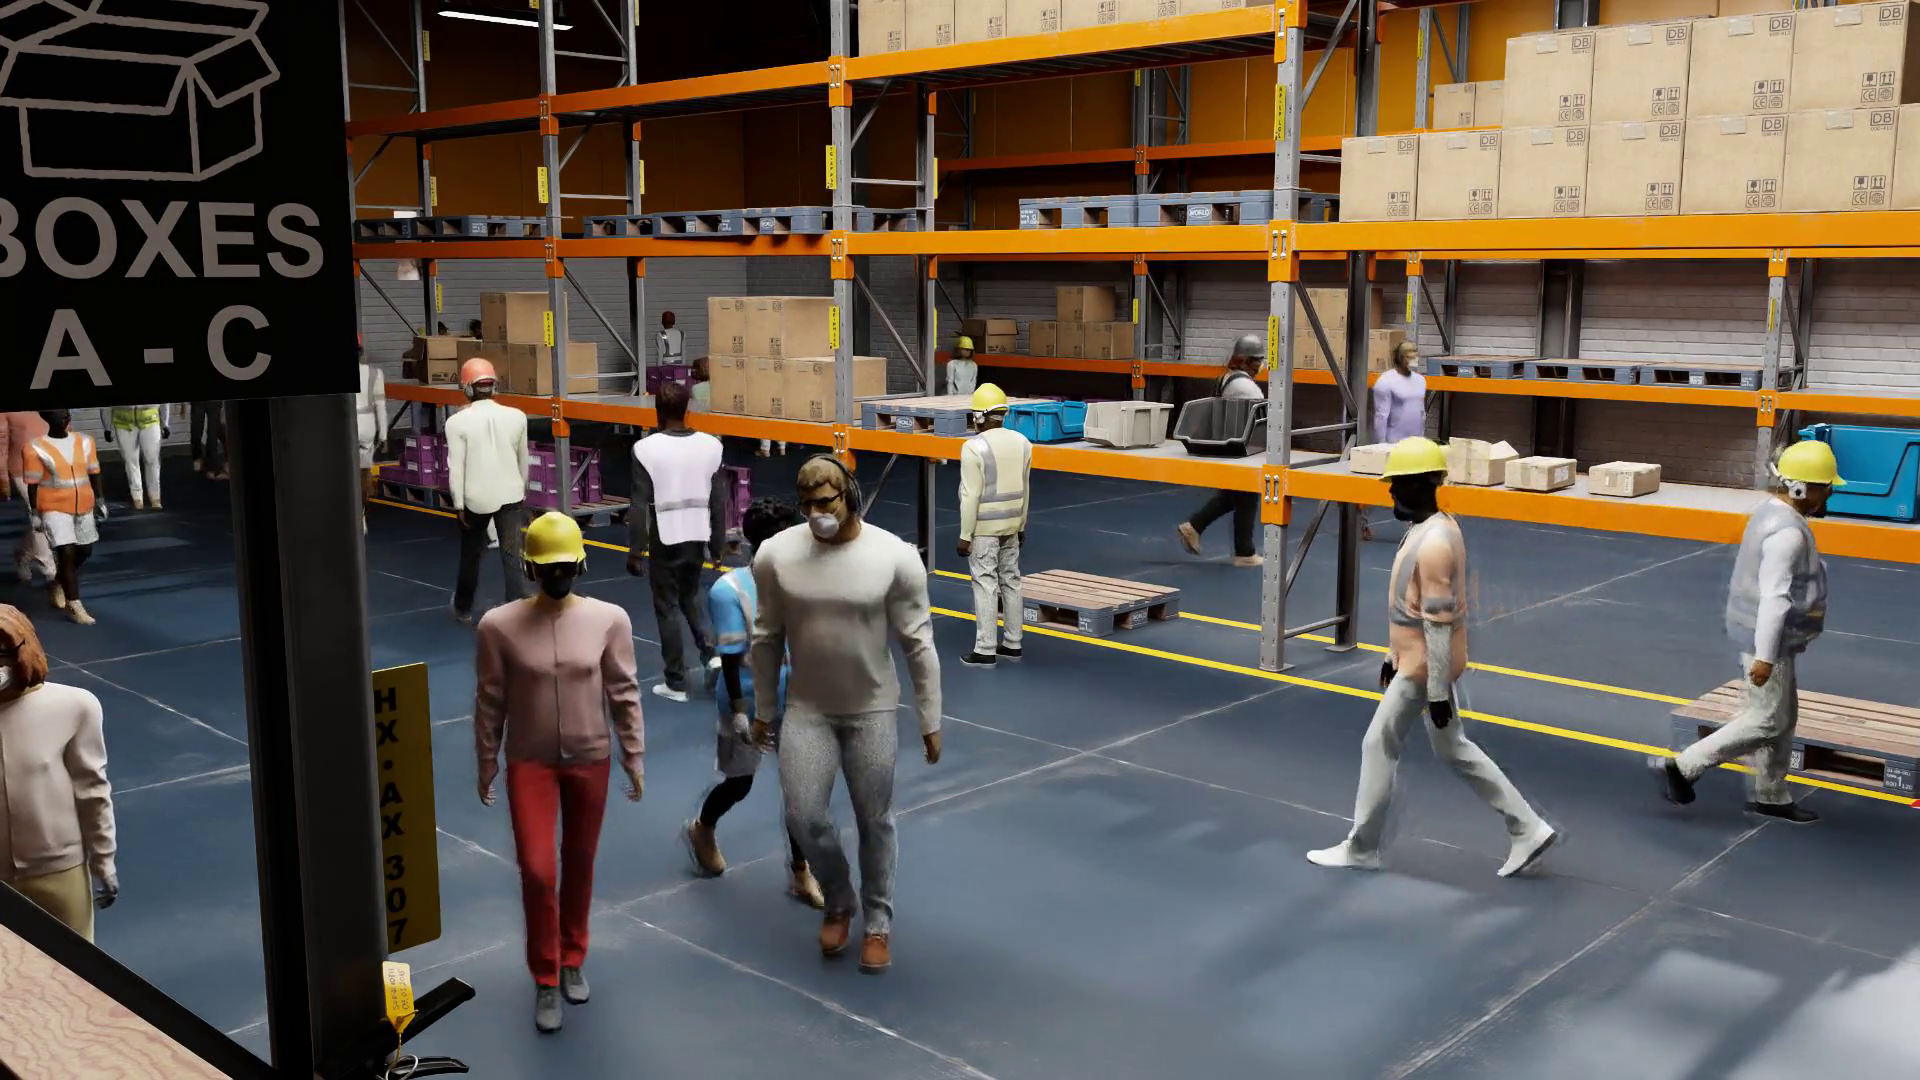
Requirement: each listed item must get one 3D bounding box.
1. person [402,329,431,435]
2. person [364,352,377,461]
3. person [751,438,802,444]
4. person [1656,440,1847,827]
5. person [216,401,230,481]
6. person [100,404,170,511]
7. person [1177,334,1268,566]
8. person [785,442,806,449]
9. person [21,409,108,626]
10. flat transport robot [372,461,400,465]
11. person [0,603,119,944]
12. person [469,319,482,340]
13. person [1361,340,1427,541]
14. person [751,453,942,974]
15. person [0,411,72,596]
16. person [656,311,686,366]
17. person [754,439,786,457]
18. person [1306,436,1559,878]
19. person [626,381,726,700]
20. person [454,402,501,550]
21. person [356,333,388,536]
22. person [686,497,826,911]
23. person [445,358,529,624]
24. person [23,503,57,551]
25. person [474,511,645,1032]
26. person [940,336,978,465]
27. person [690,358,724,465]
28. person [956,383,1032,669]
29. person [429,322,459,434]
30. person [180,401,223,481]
[{"bbox_3d":[-7.651,-2.152,23.714,0.546,1.709,0.926,-2,9,-11],"label":"person"},{"bbox_3d":[-7.493,-1.765,20.609,0.619,1.937,0.851,3,10,19],"label":"person"},{"bbox_3d":[-2.703,-2.271,24.165,0.871,1.810,0.579,3,10,16],"label":"person"},{"bbox_3d":[3.620,0.430,7.596,0.652,1.805,0.624,4,10,21],"label":"person"},{"bbox_3d":[-9.024,-1.754,20.403,0.628,2.009,0.910,0,9,-1],"label":"person"},{"bbox_3d":[-8.657,-1.187,17.470,0.654,1.816,0.810,-4,10,-25],"label":"person"},{"bbox_3d":[2.342,-0.783,14.313,0.746,2.000,0.699,-1,9,-6],"label":"person"},{"bbox_3d":[-2.353,-2.246,23.635,0.429,1.926,0.656,8,12,41],"label":"person"},{"bbox_3d":[-6.549,-0.239,12.112,0.740,1.675,0.536,6,11,32],"label":"person"},{"bbox_3d":[-6.779,-0.825,19.981,1.431,0.197,0.652,-4,10,-25],"label":"flat transport robot"},{"bbox_3d":[-2.715,0.973,4.813,0.503,1.627,0.270,-5,10,-26],"label":"person"},{"bbox_3d":[-7.077,-2.318,24.386,0.821,1.822,0.537,5,11,30],"label":"person"},{"bbox_3d":[4.058,-0.894,15.437,0.643,1.944,0.730,-6,11,-32],"label":"person"},{"bbox_3d":[-0.407,0.634,6.004,0.735,1.915,0.455,1,9,7],"label":"person"},{"bbox_3d":[-7.347,-0.560,13.152,0.812,1.973,0.608,5,10,27],"label":"person"},{"bbox_3d":[-4.651,-2.724,26.699,0.356,1.882,0.573,8,12,40],"label":"person"},{"bbox_3d":[-2.626,-2.062,22.776,0.629,1.839,0.429,-8,12,-42],"label":"person"},{"bbox_3d":[2.018,0.502,6.951,0.968,1.882,0.578,3,10,18],"label":"person"},{"bbox_3d":[-1.682,0.012,9.880,0.598,1.904,0.440,-8,12,-42],"label":"person"},{"bbox_3d":[-4.411,-0.719,15.275,0.857,1.589,0.534,9,13,44],"label":"person"},{"bbox_3d":[-5.861,-1.039,16.050,0.626,1.996,1.038,-5,11,-29],"label":"person"},{"bbox_3d":[-0.826,0.635,6.748,0.521,1.666,0.739,-8,12,-41],"label":"person"},{"bbox_3d":[-3.325,-0.305,11.698,0.620,1.930,1.044,-6,11,-32],"label":"person"},{"bbox_3d":[-8.251,-0.811,14.855,0.555,1.923,0.724,-7,12,-37],"label":"person"},{"bbox_3d":[-1.337,0.774,5.632,0.552,1.742,0.621,-4,10,-23],"label":"person"},{"bbox_3d":[-0.013,-1.776,21.417,0.479,1.717,0.824,-5,10,-26],"label":"person"},{"bbox_3d":[-2.824,-1.170,18.022,0.812,1.591,0.518,6,11,31],"label":"person"},{"bbox_3d":[0.198,-0.091,10.709,0.403,1.830,0.599,9,13,44],"label":"person"},{"bbox_3d":[-6.916,-1.976,22.231,0.492,1.850,0.399,-6,11,-31],"label":"person"},{"bbox_3d":[-9.178,-1.633,20.211,0.594,1.810,0.558,-6,11,-33],"label":"person"}]
